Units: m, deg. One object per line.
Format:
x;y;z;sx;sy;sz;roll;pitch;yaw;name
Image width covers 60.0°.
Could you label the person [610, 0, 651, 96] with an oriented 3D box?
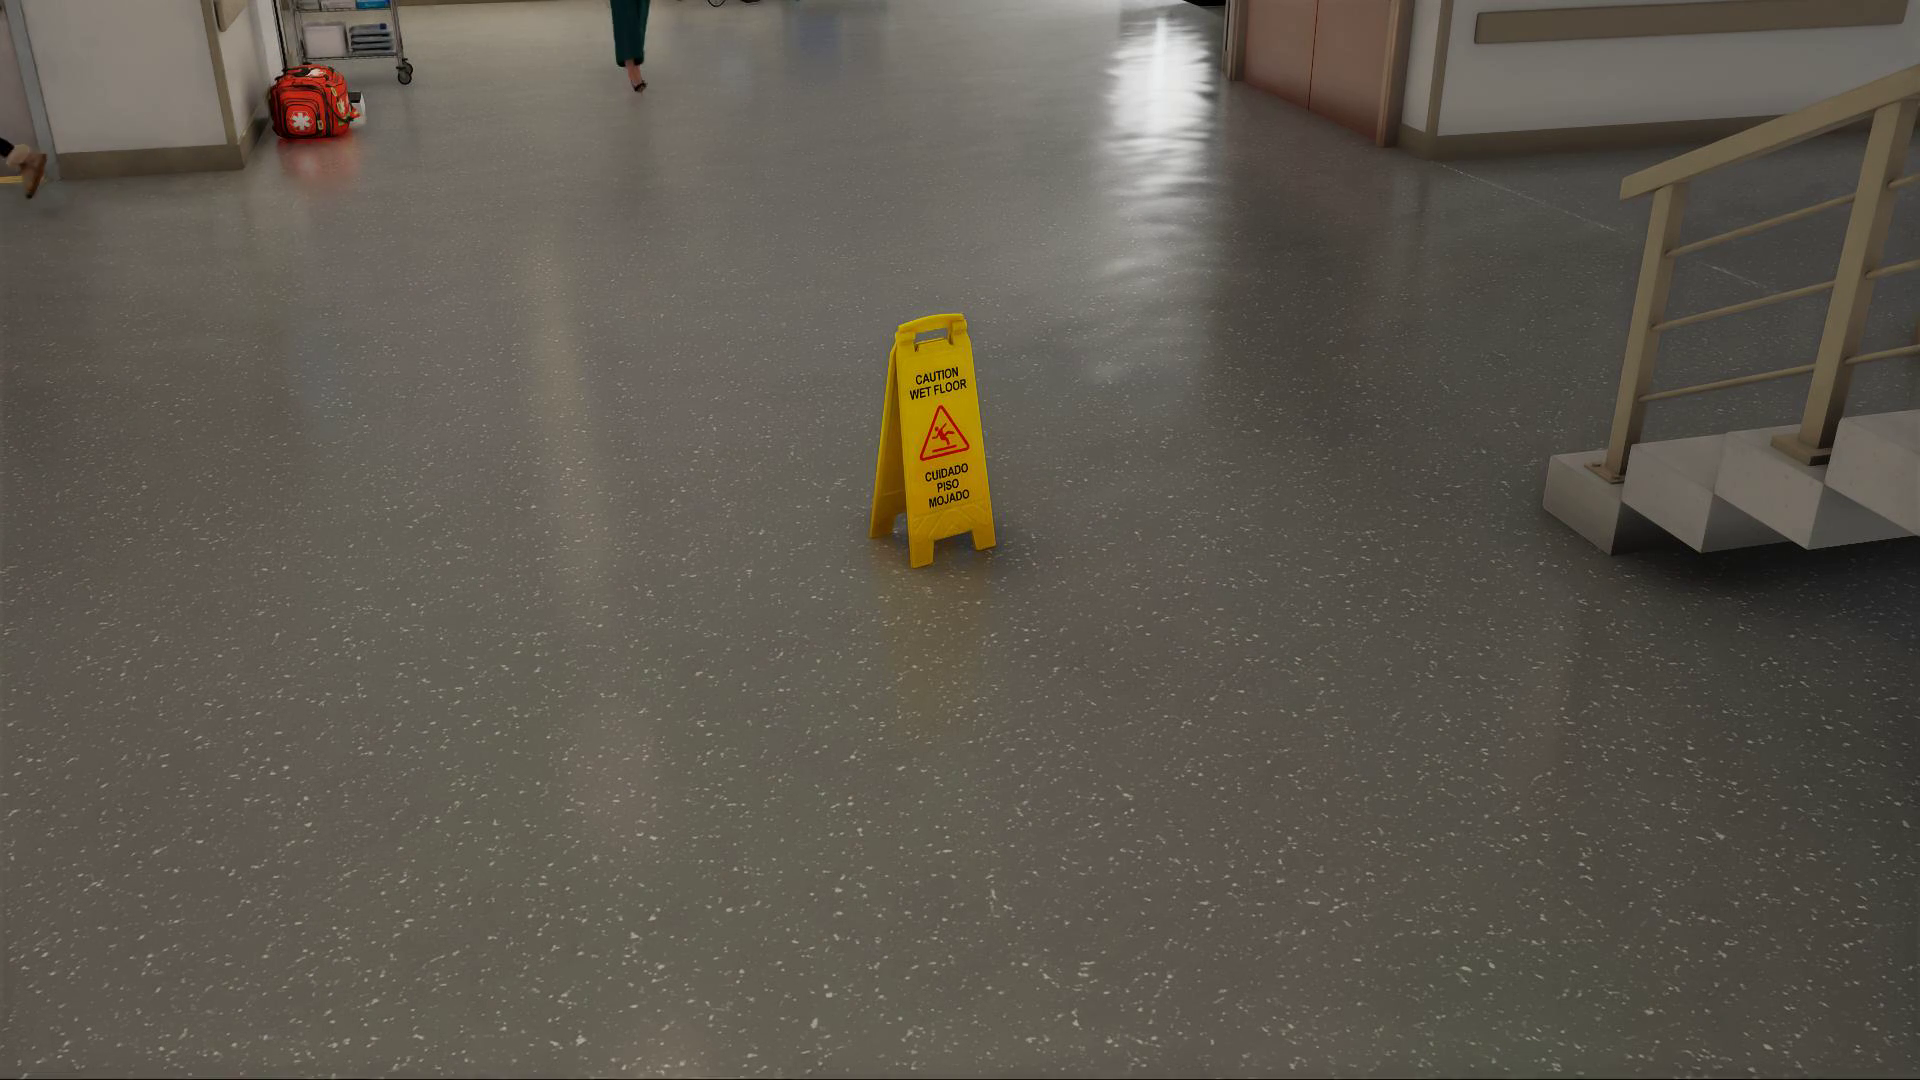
-2.436;-4.146;12.242;0.670;1.689;1.112;-9;27;-19;person
